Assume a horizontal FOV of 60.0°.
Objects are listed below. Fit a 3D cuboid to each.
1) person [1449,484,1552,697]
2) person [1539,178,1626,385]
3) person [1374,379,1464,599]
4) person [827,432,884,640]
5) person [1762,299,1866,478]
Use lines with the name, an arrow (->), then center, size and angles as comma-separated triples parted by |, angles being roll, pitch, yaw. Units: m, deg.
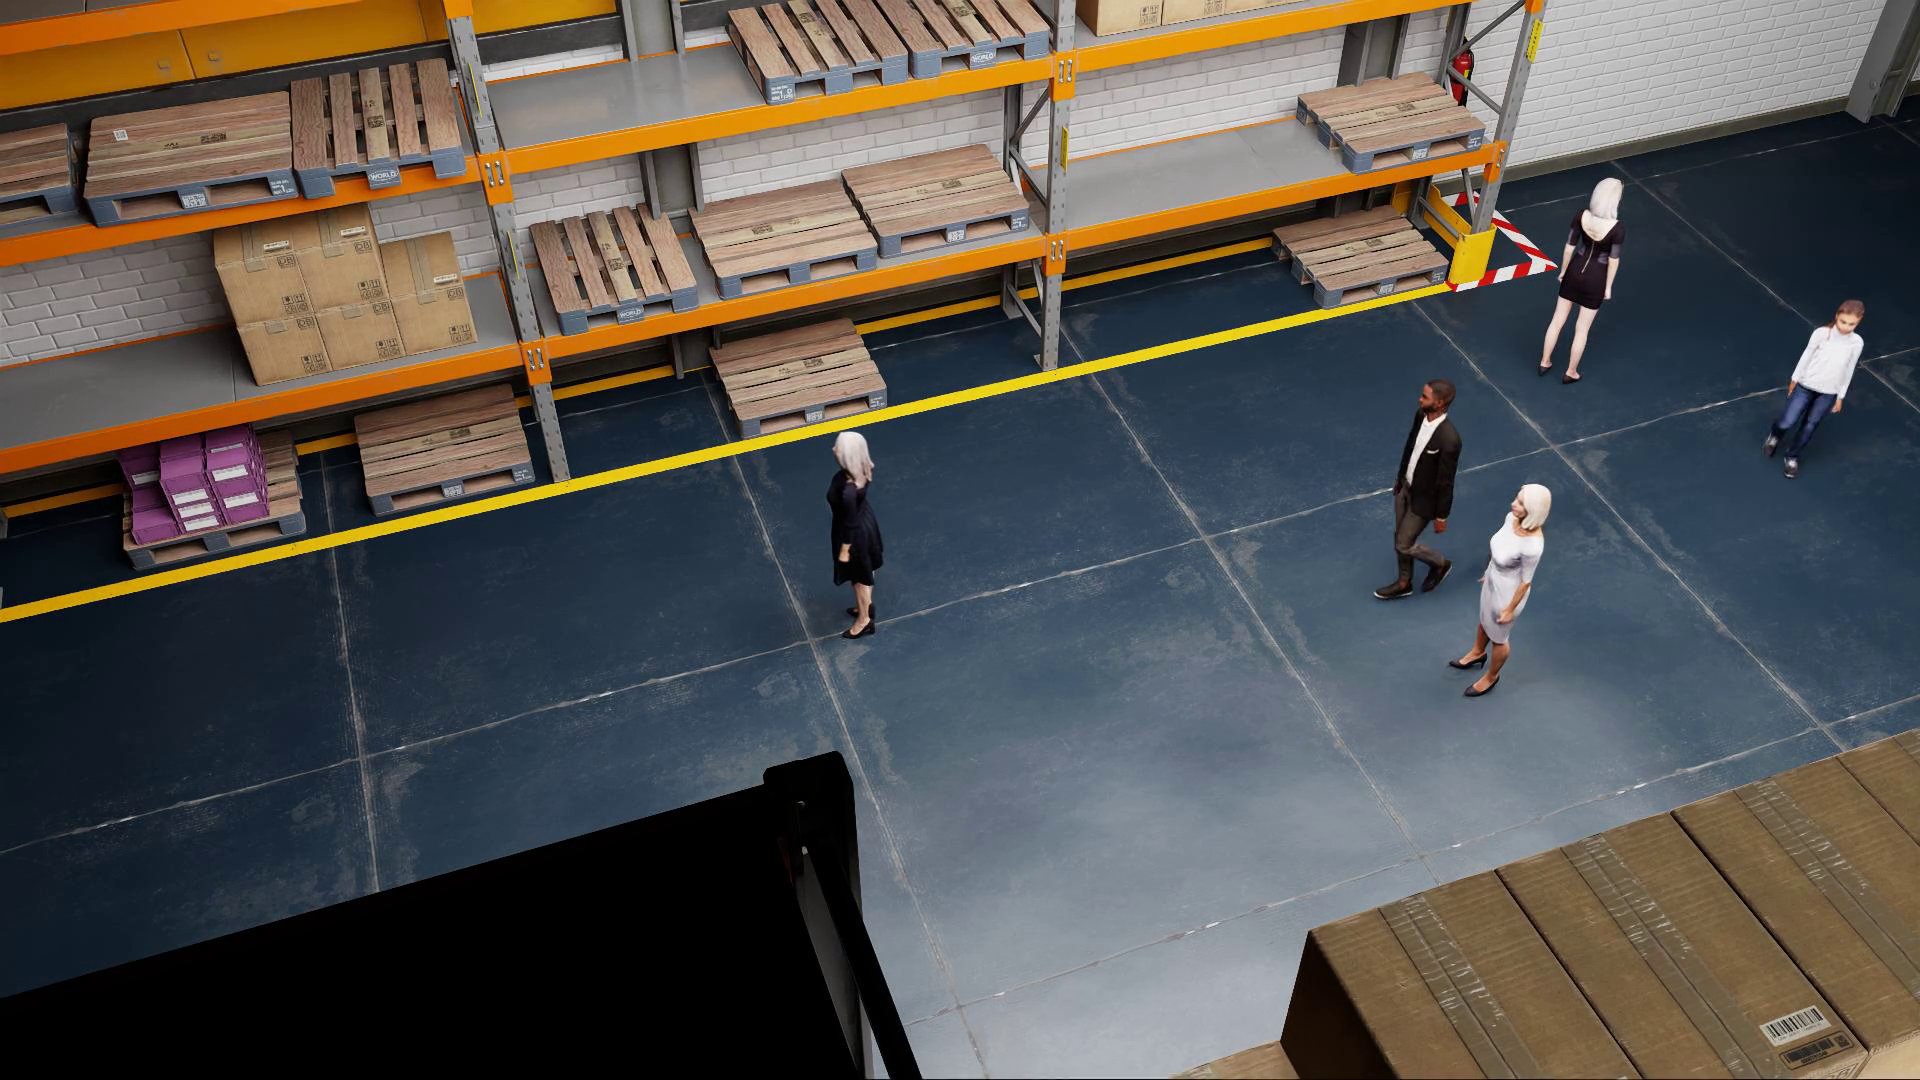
person -> 3.466, 0.305, 10.564 | 0.580, 1.751, 0.612 | -5, 44, -5
person -> 4.857, -2.010, 12.938 | 0.654, 1.829, 0.652 | 31, 52, 29
person -> 3.171, -0.315, 11.198 | 0.774, 1.775, 0.733 | -14, 45, -14
person -> -0.695, -0.035, 10.925 | 0.707, 1.747, 0.689 | 5, 44, 5
person -> 6.339, -1.176, 12.266 | 0.683, 1.548, 0.741 | 14, 45, 15
